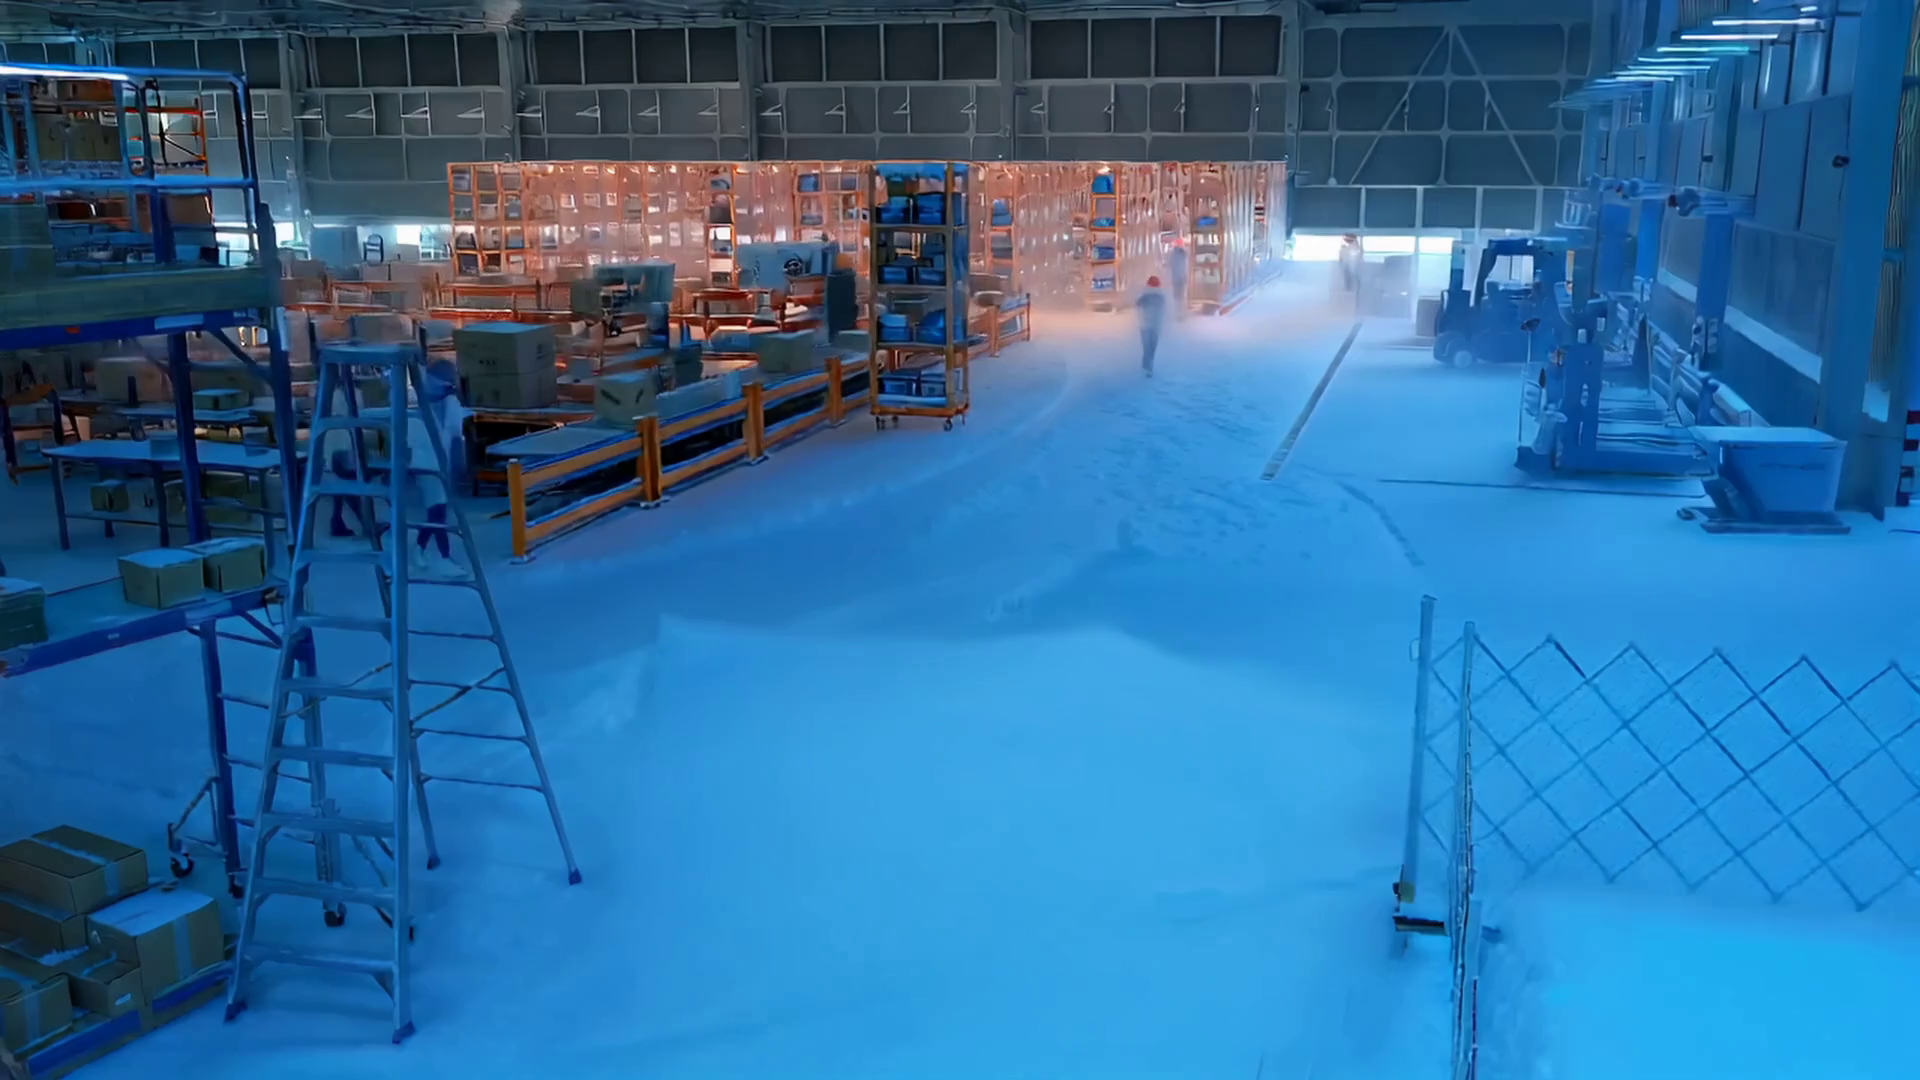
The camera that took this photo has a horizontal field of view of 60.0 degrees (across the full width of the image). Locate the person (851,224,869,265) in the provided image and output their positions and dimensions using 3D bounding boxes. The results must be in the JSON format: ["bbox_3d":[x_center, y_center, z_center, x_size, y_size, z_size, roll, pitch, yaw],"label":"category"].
[{"bbox_3d":[-2.992,-8.564,49.552,0.600,1.829,0.404,-4,14,-17],"label":"person"}]

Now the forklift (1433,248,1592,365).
[{"bbox_3d":[9.780,-4.111,29.280,2.680,1.987,1.157,3,13,14],"label":"forklift"}]

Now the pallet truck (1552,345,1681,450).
[{"bbox_3d":[8.641,-1.896,21.908,1.630,1.274,0.653,4,14,16],"label":"pallet truck"}]

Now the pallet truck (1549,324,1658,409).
[{"bbox_3d":[9.824,-2.669,25.407,1.601,1.201,0.680,4,14,16],"label":"pallet truck"}]

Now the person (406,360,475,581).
[{"bbox_3d":[-4.764,-0.634,15.015,0.955,1.976,0.693,9,16,34],"label":"person"}]

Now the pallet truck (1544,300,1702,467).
[{"bbox_3d":[8.263,-1.952,20.631,1.885,1.965,0.823,5,14,20],"label":"pallet truck"}]

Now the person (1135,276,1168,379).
[{"bbox_3d":[3.294,-3.611,28.325,0.553,1.739,0.686,-4,14,-16],"label":"person"}]

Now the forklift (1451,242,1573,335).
[{"bbox_3d":[10.464,-4.597,31.405,2.680,1.987,1.157,4,14,16],"label":"forklift"}]

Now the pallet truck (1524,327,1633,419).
[{"bbox_3d":[9.065,-2.460,24.370,1.522,1.261,0.704,3,13,14],"label":"pallet truck"}]

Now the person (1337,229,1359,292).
[{"bbox_3d":[10.463,-7.436,44.705,0.501,1.821,0.617,-11,17,-40],"label":"person"}]

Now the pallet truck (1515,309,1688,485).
[{"bbox_3d":[7.554,-1.677,19.446,1.885,1.965,0.823,3,13,14],"label":"pallet truck"}]

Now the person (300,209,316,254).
[{"bbox_3d":[-25.016,-11.848,63.985,0.828,1.716,0.570,11,17,39],"label":"person"}]

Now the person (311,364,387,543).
[{"bbox_3d":[-5.989,-0.902,16.354,0.986,1.870,0.570,7,15,28],"label":"person"}]

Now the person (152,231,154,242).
[{"bbox_3d":[-28.147,-10.614,58.586,0.530,1.754,0.457,3,13,13],"label":"person"}]

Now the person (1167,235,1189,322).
[{"bbox_3d":[4.997,-5.965,38.001,0.458,1.978,0.626,9,16,33],"label":"person"}]
